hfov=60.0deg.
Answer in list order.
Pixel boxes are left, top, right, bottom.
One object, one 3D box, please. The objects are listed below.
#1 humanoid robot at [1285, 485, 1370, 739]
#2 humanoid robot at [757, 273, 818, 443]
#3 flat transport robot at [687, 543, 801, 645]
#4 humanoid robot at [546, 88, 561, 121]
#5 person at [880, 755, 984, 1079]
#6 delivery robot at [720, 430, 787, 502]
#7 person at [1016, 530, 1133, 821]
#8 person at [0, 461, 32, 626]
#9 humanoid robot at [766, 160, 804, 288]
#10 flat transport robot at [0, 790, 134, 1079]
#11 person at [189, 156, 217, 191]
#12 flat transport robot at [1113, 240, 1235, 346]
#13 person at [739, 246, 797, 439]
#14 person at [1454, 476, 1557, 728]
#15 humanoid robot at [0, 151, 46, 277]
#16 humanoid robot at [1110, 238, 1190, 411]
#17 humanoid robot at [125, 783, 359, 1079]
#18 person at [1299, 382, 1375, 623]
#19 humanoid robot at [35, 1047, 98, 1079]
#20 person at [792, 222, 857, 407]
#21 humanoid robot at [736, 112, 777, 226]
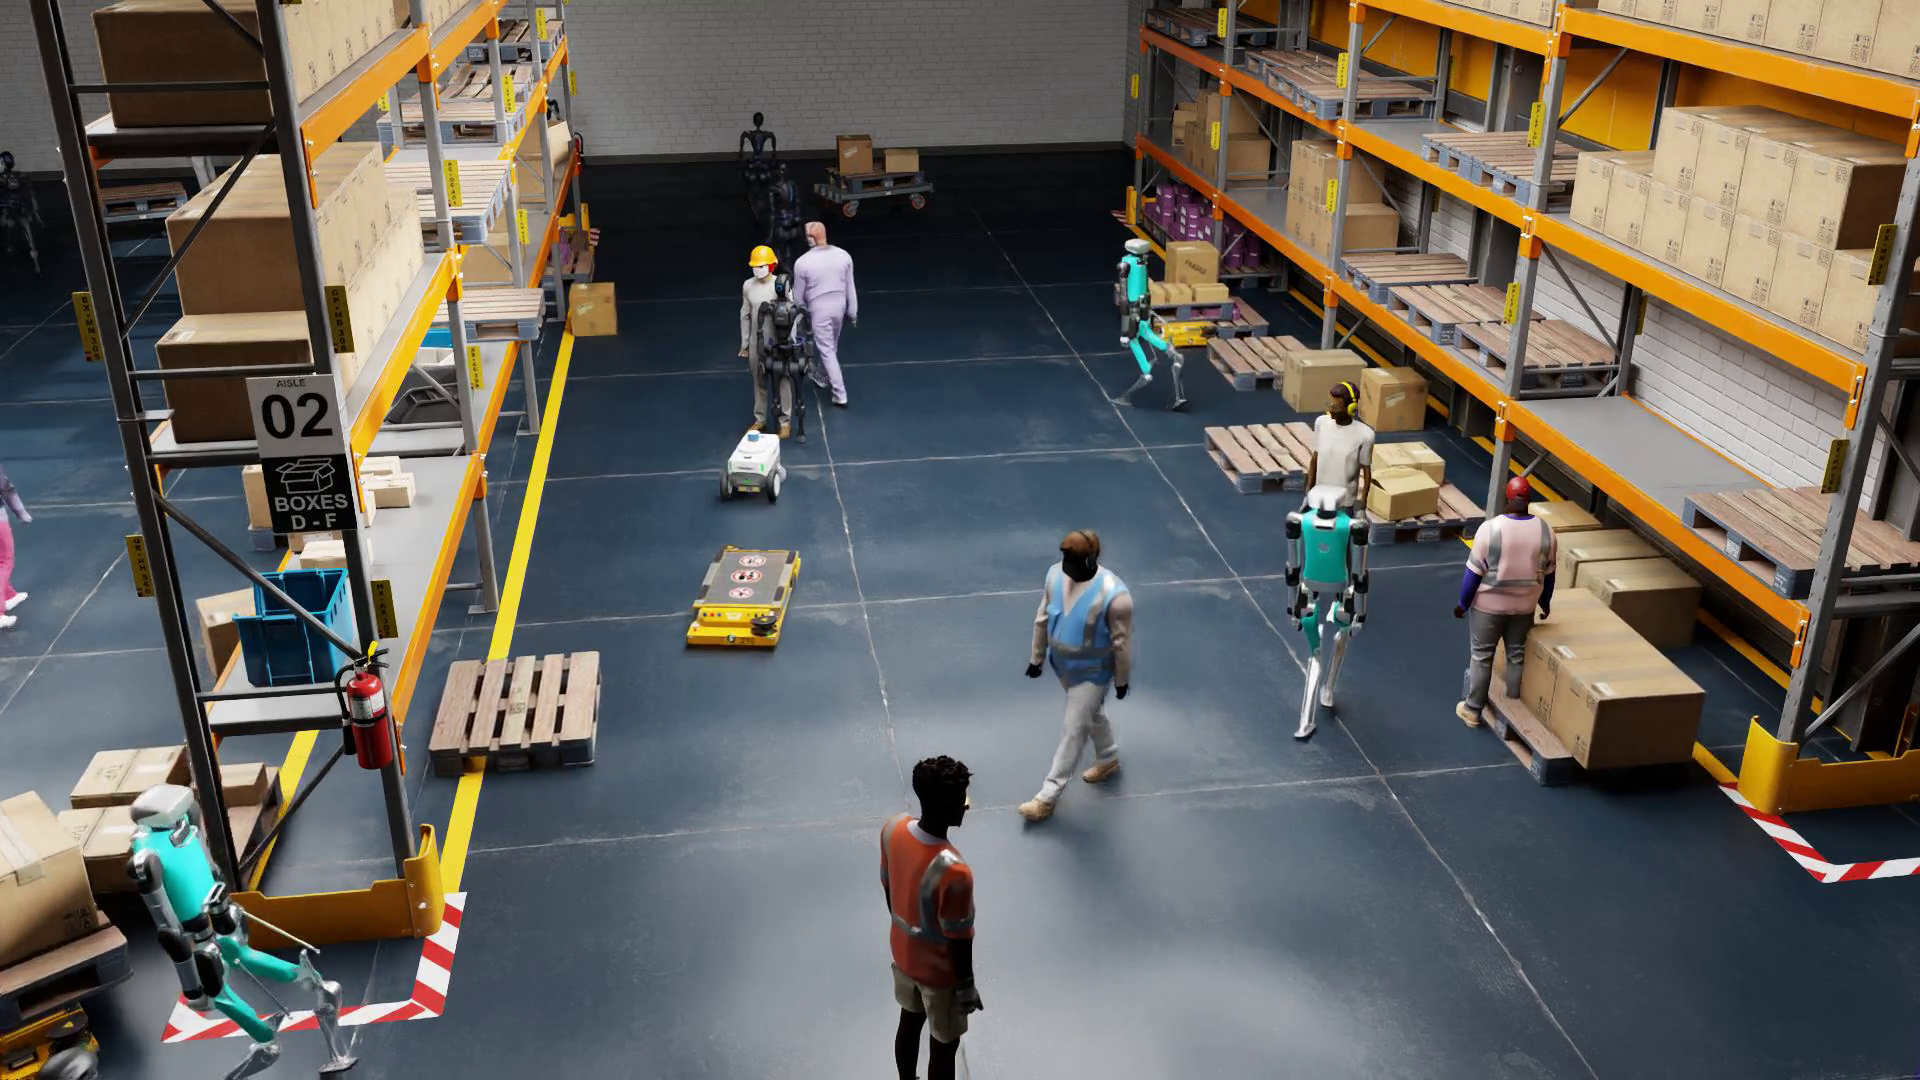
[{"bbox_3d":[2.419,0.402,10.942,0.563,1.765,0.882,9,25,19],"label":"humanoid robot"},{"bbox_3d":[-1.646,-1.730,15.849,0.599,1.657,0.315,3,24,7],"label":"humanoid robot"},{"bbox_3d":[-1.635,0.410,12.745,0.659,0.231,1.431,1,24,2],"label":"flat transport robot"},{"bbox_3d":[-6.693,-6.617,27.059,0.600,1.620,0.798,7,25,15],"label":"humanoid robot"},{"bbox_3d":[-0.116,1.834,7.394,0.373,1.963,0.605,-15,28,-30],"label":"person"},{"bbox_3d":[-1.835,-0.672,14.856,0.512,0.598,0.769,2,24,5],"label":"delivery robot"},{"bbox_3d":[0.682,0.771,10.033,0.972,1.787,0.641,-19,30,-37],"label":"person"},{"bbox_3d":[-7.228,-0.148,12.336,0.508,1.608,0.637,4,24,8],"label":"person"},{"bbox_3d":[-2.138,-3.960,20.954,0.492,1.636,0.612,17,29,34],"label":"humanoid robot"},{"bbox_3d":[-4.940,2.324,8.383,0.659,0.231,1.431,-21,31,-40],"label":"flat transport robot"},{"bbox_3d":[-11.715,-6.056,25.519,0.429,1.841,0.633,1,24,2],"label":"person"},{"bbox_3d":[2.516,-2.567,19.525,0.659,0.231,1.431,-3,24,-8],"label":"flat transport robot"},{"bbox_3d":[-1.843,-1.898,15.982,0.570,1.894,0.376,7,25,16],"label":"person"},{"bbox_3d":[3.560,0.410,10.900,0.619,1.750,0.419,0,24,-1],"label":"person"},{"bbox_3d":[-12.327,-4.250,21.682,0.832,1.624,0.601,21,32,40],"label":"humanoid robot"},{"bbox_3d":[1.995,-2.100,16.683,0.997,1.776,0.530,15,28,31],"label":"humanoid robot"},{"bbox_3d":[-3.195,1.901,7.583,0.974,1.768,0.547,0,24,-1],"label":"humanoid robot"},{"bbox_3d":[2.786,-0.288,12.354,0.517,1.864,0.333,19,30,37],"label":"person"},{"bbox_3d":[-3.116,2.552,6.102,0.613,1.649,0.335,8,25,17],"label":"humanoid robot"},{"bbox_3d":[-1.411,-2.333,17.028,0.660,1.841,1.028,-14,27,-29],"label":"person"},{"bbox_3d":[-2.970,-5.402,24.263,0.613,1.641,0.495,-5,24,-11],"label":"humanoid robot"}]
